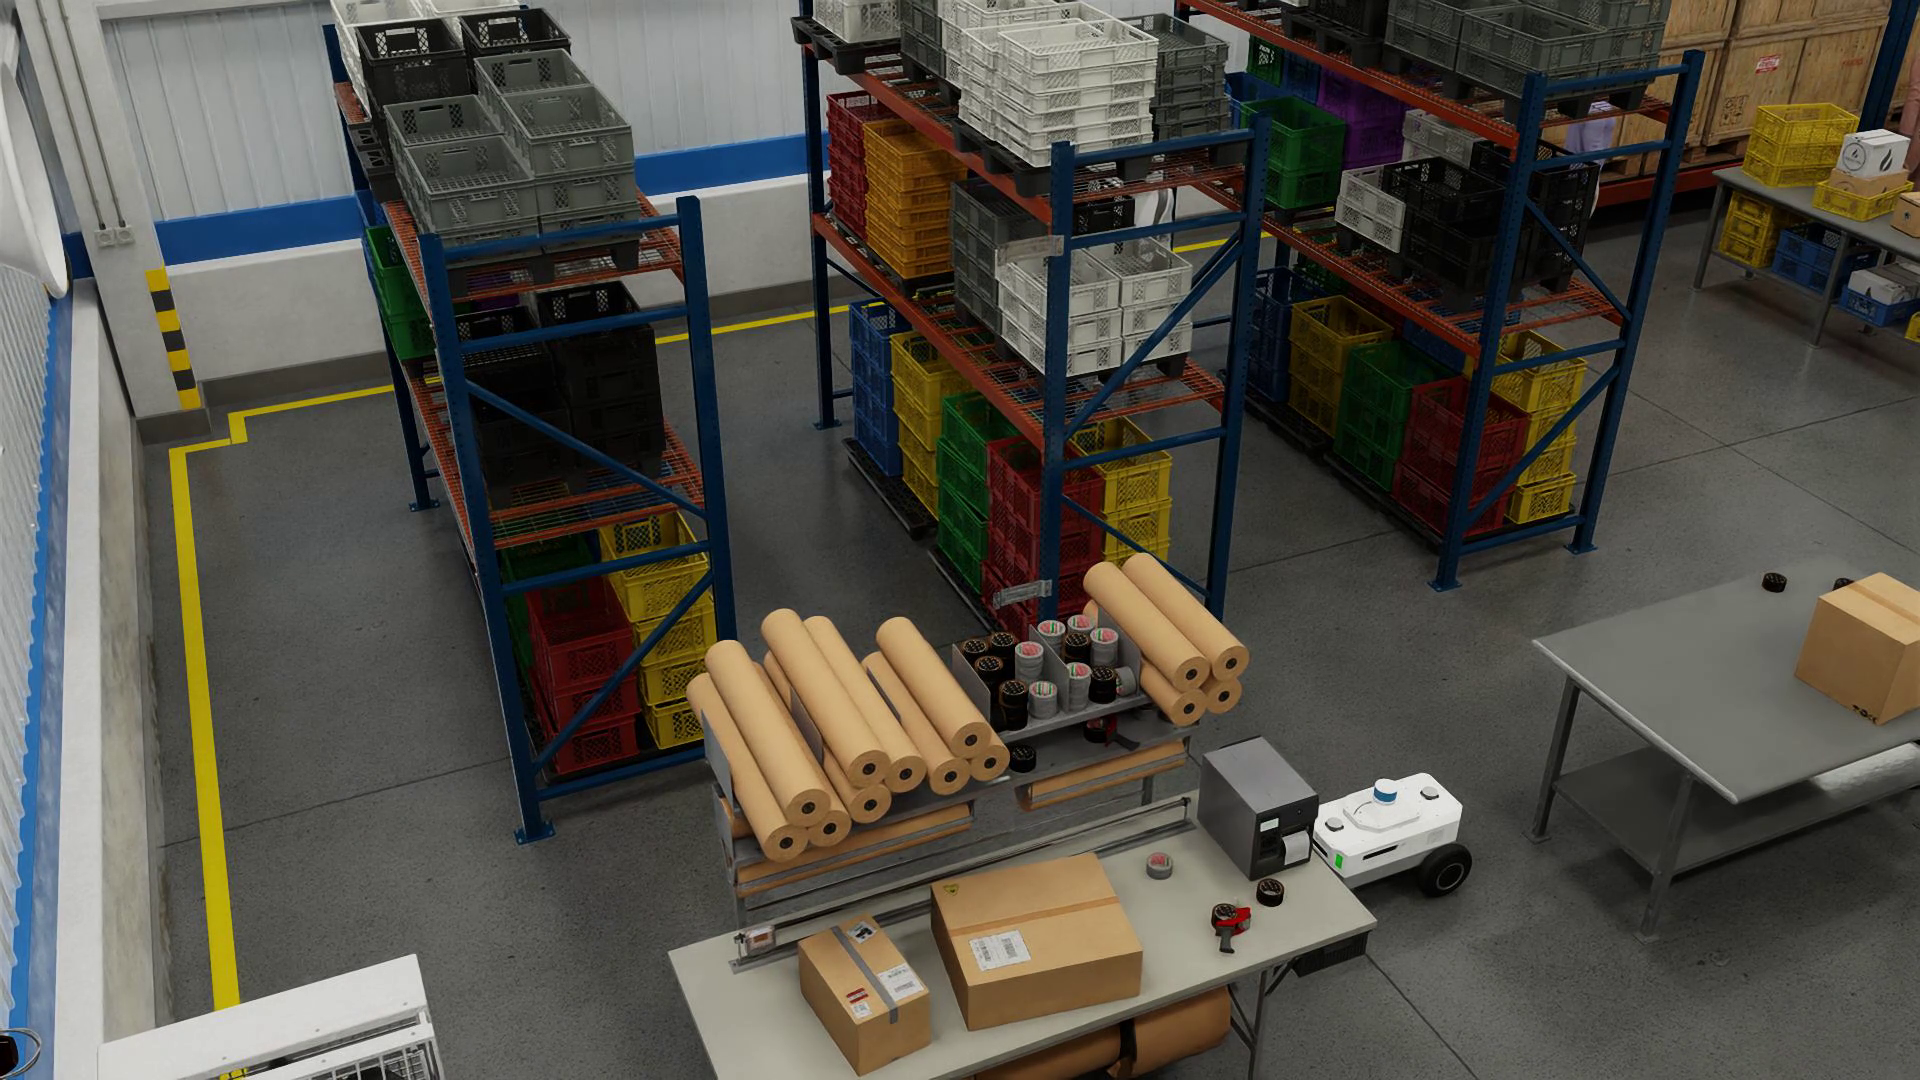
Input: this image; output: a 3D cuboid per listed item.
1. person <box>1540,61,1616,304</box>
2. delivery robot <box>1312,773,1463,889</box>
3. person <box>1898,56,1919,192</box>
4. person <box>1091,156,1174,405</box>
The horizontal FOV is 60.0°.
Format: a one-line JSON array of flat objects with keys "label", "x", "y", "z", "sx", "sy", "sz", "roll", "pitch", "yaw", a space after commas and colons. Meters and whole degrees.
[{"label": "person", "x": 4.849, "y": -2.819, "z": 12.945, "sx": 0.372, "sy": 1.940, "sz": 0.630, "roll": 4, "pitch": 32, "yaw": 6}, {"label": "delivery robot", "x": 1.888, "y": 1.293, "z": 7.490, "sx": 0.707, "sy": 0.478, "sz": 0.477, "roll": -13, "pitch": 34, "yaw": -20}, {"label": "person", "x": 8.260, "y": -3.508, "z": 14.104, "sx": 0.672, "sy": 1.902, "sz": 0.395, "roll": -13, "pitch": 34, "yaw": -20}, {"label": "person", "x": 1.147, "y": -1.810, "z": 11.354, "sx": 0.573, "sy": 1.887, "sz": 0.354, "roll": -2, "pitch": 32, "yaw": -4}]
